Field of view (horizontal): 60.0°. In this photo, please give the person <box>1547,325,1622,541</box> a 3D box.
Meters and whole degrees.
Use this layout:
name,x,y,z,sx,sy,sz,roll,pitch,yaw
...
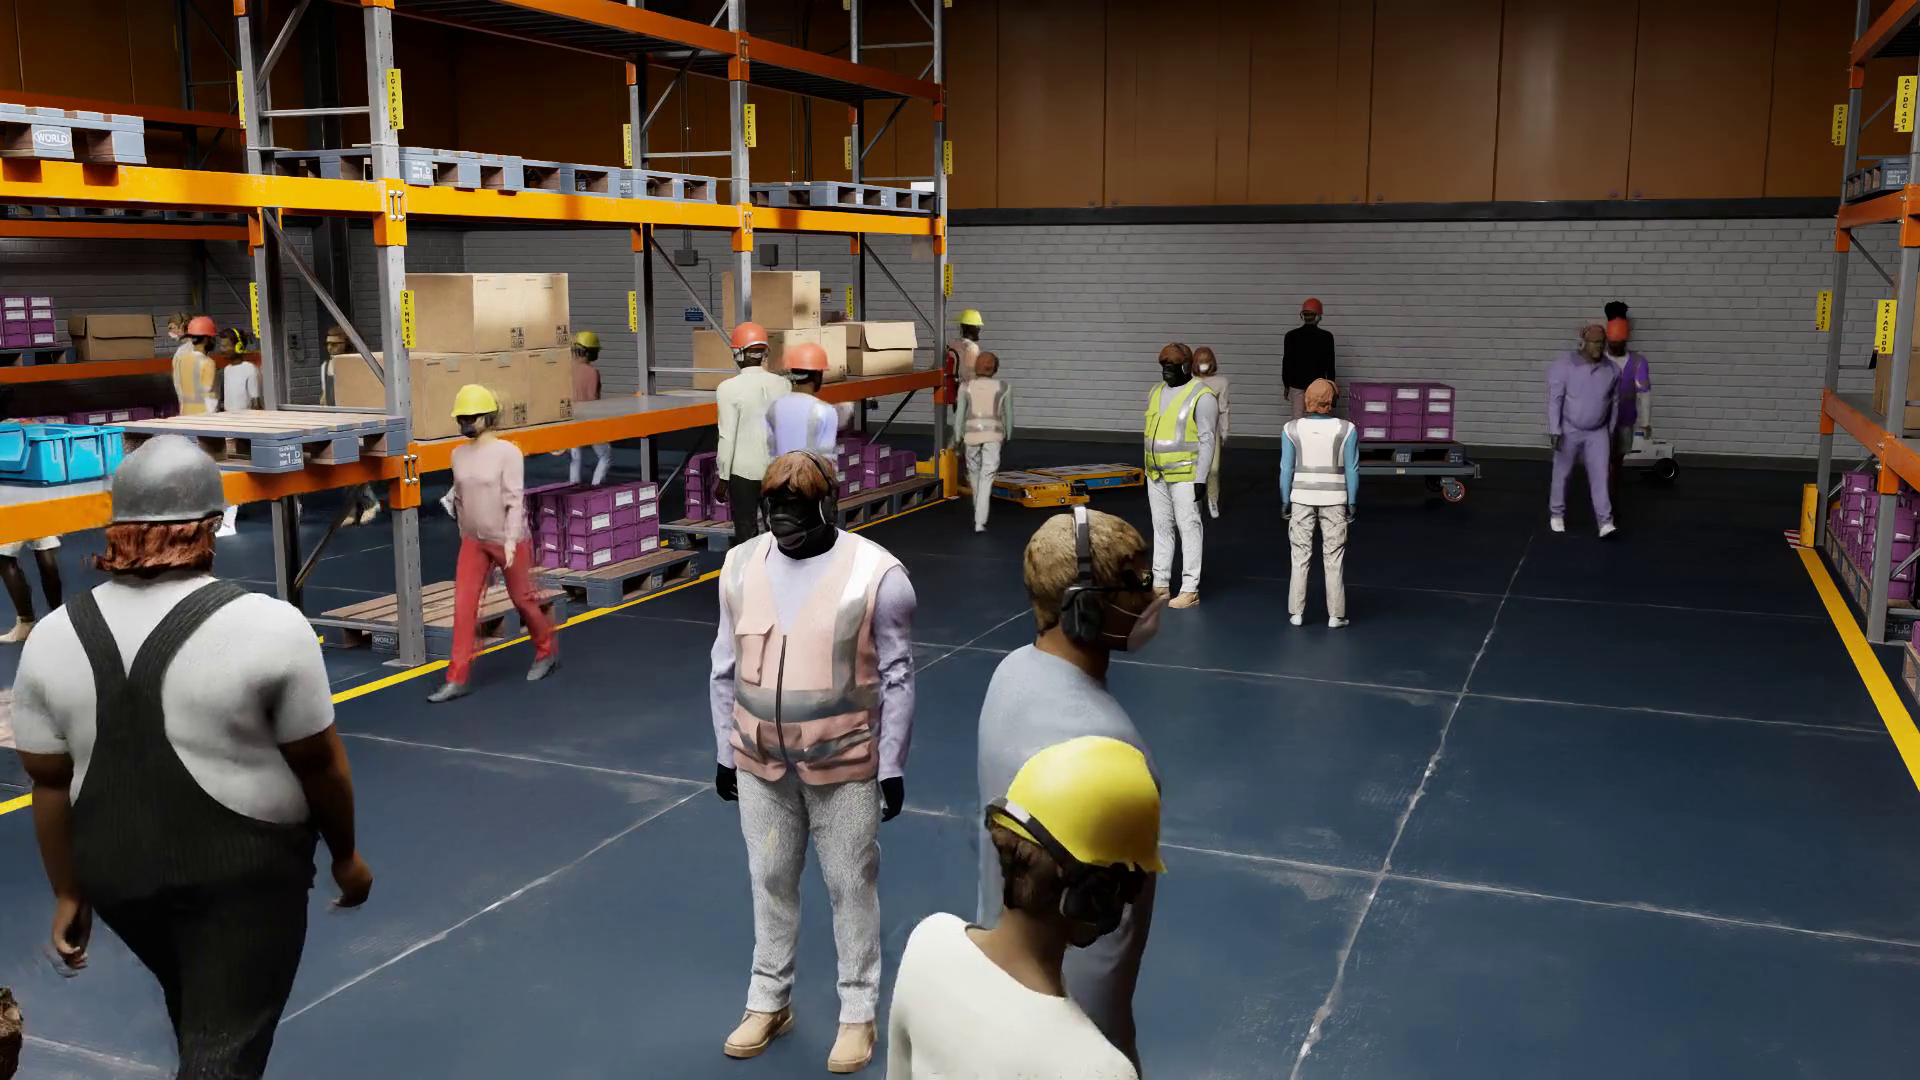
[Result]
name,x,y,z,sx,sy,sz,roll,pitch,yaw
person,5.429,-0.932,14.475,0.660,1.852,1.010,0,9,2

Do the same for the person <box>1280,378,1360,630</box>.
name,x,y,z,sx,sy,sz,roll,pitch,yaw
person,2.340,-0.231,10.849,0.512,1.642,0.312,4,10,21

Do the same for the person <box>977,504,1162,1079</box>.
name,x,y,z,sx,sy,sz,roll,pitch,yaw
person,0.206,0.894,3.134,0.370,1.941,0.627,-1,9,-9

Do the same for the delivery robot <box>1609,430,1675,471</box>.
name,x,y,z,sx,sy,sz,roll,pitch,yaw
delivery robot,7.450,-0.962,18.279,0.707,0.478,0.477,0,9,0

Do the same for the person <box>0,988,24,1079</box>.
name,x,y,z,sx,sy,sz,roll,pitch,yaw
person,-0.886,1.261,1.281,0.570,1.821,0.707,3,10,20

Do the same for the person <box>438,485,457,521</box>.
name,x,y,z,sx,sy,sz,roll,pitch,yaw
person,-4.527,-0.983,15.509,0.771,1.606,0.518,-8,12,-40

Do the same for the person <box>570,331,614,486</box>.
name,x,y,z,sx,sy,sz,roll,pitch,yaw
person,-3.520,-1.091,15.725,0.525,1.752,0.455,8,12,41

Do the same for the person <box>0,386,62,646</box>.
name,x,y,z,sx,sy,sz,roll,pitch,yaw
person,-5.924,-0.190,10.538,0.320,1.669,0.652,2,10,14

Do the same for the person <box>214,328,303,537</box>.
name,x,y,z,sx,sy,sz,roll,pitch,yaw
person,-6.320,-0.969,14.759,0.529,1.837,0.918,8,12,41

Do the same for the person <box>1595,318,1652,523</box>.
name,x,y,z,sx,sy,sz,roll,pitch,yaw
person,6.041,-1.086,15.285,0.582,1.879,0.944,2,10,14

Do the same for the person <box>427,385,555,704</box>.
name,x,y,z,sx,sy,sz,roll,pitch,yaw
person,-2.591,-0.006,9.240,0.534,1.725,0.892,4,10,22

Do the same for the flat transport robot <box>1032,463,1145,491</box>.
name,x,y,z,sx,sy,sz,roll,pitch,yaw
flat transport robot,1.349,-0.652,17.540,1.431,0.197,0.652,-6,11,-32

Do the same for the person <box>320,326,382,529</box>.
name,x,y,z,sx,sy,sz,roll,pitch,yaw
person,-5.547,-1.007,14.977,0.521,1.830,0.396,5,11,28

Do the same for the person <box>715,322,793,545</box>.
name,x,y,z,sx,sy,sz,roll,pitch,yaw
person,-1.382,-0.457,11.151,0.616,1.993,0.395,-8,13,-41

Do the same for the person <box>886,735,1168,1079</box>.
name,x,y,z,sx,sy,sz,roll,pitch,yaw
person,0.047,1.123,2.345,0.488,1.728,0.564,-5,11,-29

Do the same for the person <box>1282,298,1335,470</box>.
name,x,y,z,sx,sy,sz,roll,pitch,yaw
person,4.043,-1.793,19.254,0.623,1.989,0.401,5,11,30

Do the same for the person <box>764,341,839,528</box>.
name,x,y,z,sx,sy,sz,roll,pitch,yaw
person,-1.009,-0.273,10.300,0.553,1.911,0.832,6,11,31

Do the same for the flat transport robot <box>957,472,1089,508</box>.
name,x,y,z,sx,sy,sz,roll,pitch,yaw
flat transport robot,0.620,-0.524,16.770,0.652,0.197,1.431,-6,11,-32

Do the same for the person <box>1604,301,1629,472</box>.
name,x,y,z,sx,sy,sz,roll,pitch,yaw
person,7.517,-1.776,19.231,0.367,1.966,0.606,0,9,1

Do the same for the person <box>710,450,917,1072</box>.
name,x,y,z,sx,sy,sz,roll,pitch,yaw
person,-0.451,0.650,4.909,0.634,1.841,0.429,3,10,18

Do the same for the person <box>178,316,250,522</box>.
name,x,y,z,sx,sy,sz,roll,pitch,yaw
person,-6.956,-1.080,15.167,0.554,1.915,0.758,8,12,40

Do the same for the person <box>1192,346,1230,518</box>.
name,x,y,z,sx,sy,sz,roll,pitch,yaw
person,2.250,-0.991,15.509,0.509,1.621,0.361,2,10,10

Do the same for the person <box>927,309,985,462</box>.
name,x,y,z,sx,sy,sz,roll,pitch,yaw
person,0.027,-1.585,18.286,0.824,1.905,0.587,-3,10,-19

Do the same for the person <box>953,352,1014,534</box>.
name,x,y,z,sx,sy,sz,roll,pitch,yaw
person,0.226,-0.873,14.891,0.524,1.589,0.916,2,10,14

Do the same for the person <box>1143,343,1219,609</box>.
name,x,y,z,sx,sy,sz,roll,pitch,yaw
person,1.493,-0.449,11.584,0.429,1.839,0.623,-7,12,-37

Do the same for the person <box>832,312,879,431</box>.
name,x,y,z,sx,sy,sz,roll,pitch,yaw
person,-1.122,-1.569,18.269,0.865,1.867,0.650,-2,10,-14

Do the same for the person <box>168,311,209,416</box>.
name,x,y,z,sx,sy,sz,roll,pitch,yaw
person,-7.454,-1.252,16.157,0.371,1.934,0.627,-6,11,-32
